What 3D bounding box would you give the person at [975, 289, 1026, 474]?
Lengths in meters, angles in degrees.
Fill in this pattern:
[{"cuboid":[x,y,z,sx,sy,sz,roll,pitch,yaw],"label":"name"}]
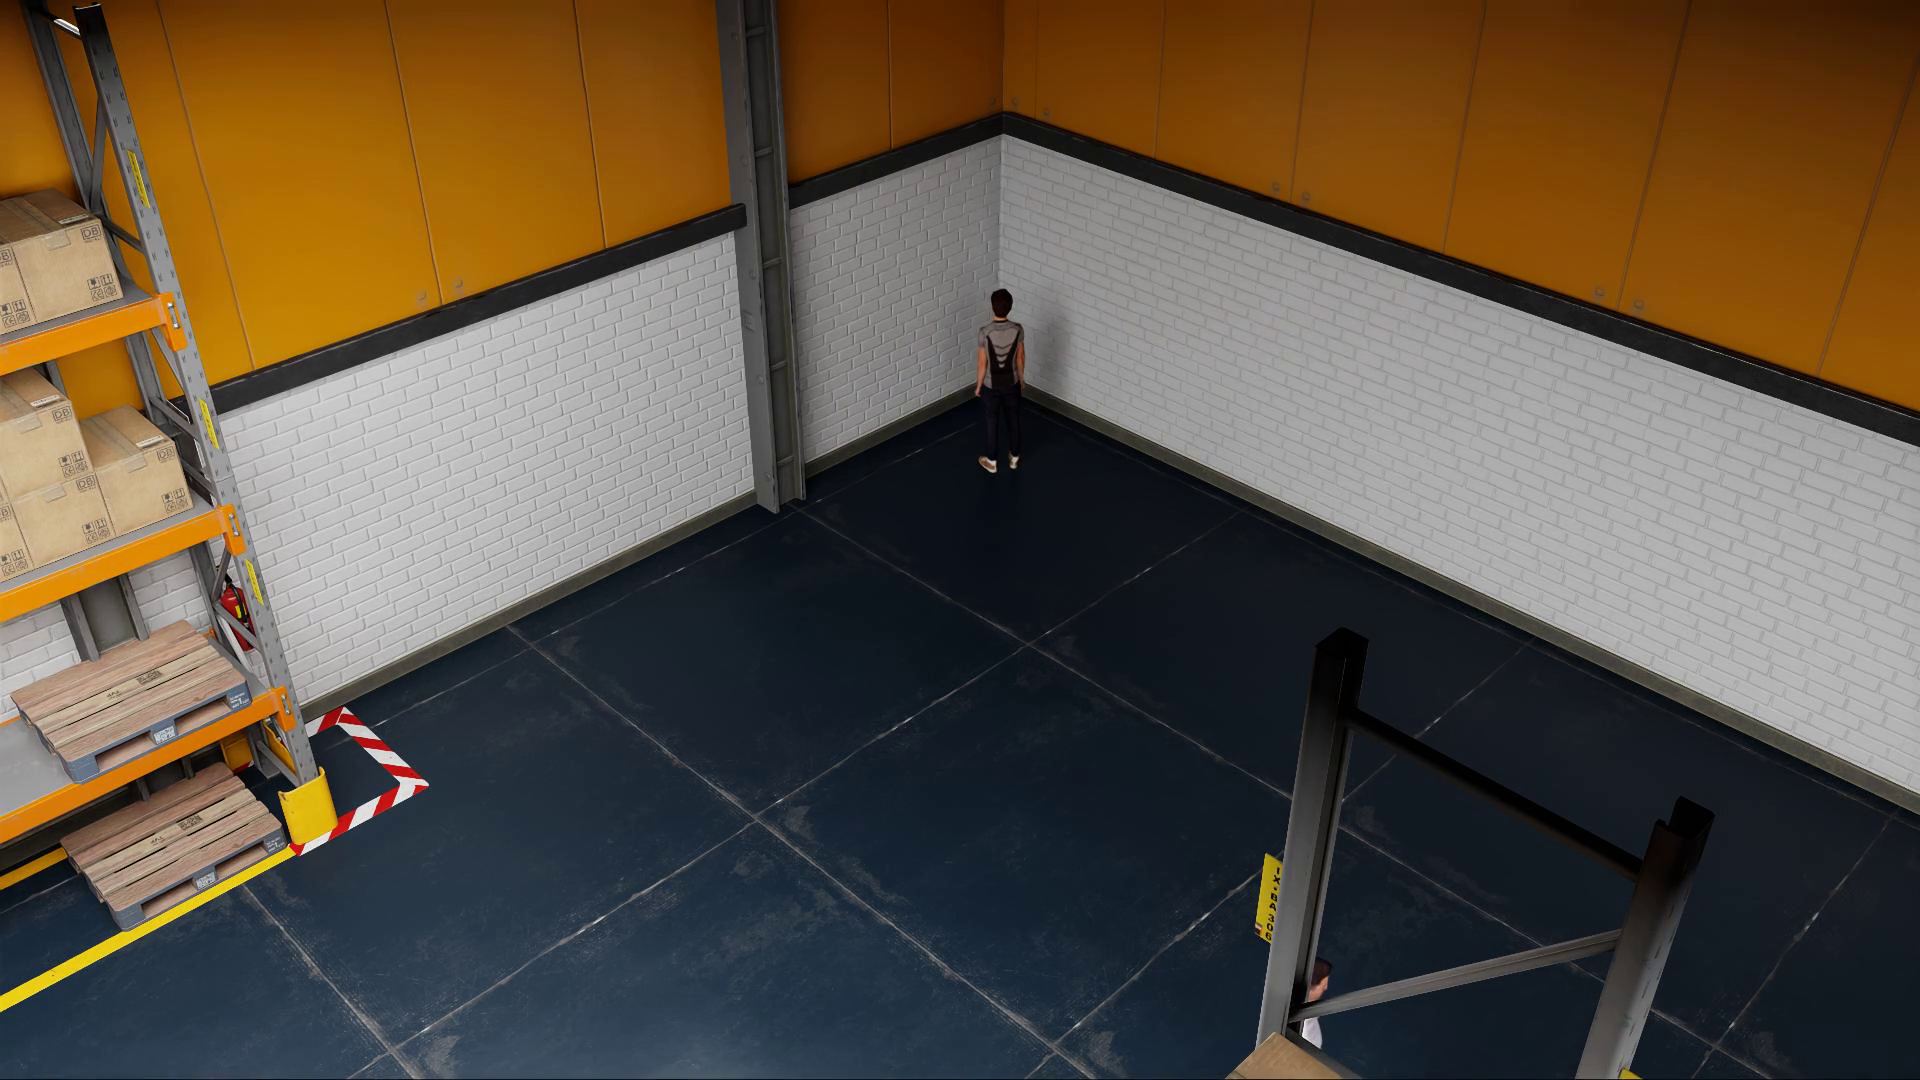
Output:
[{"cuboid":[0.393,-1.534,16.085,0.661,1.893,0.795,-9,35,-13],"label":"person"}]
